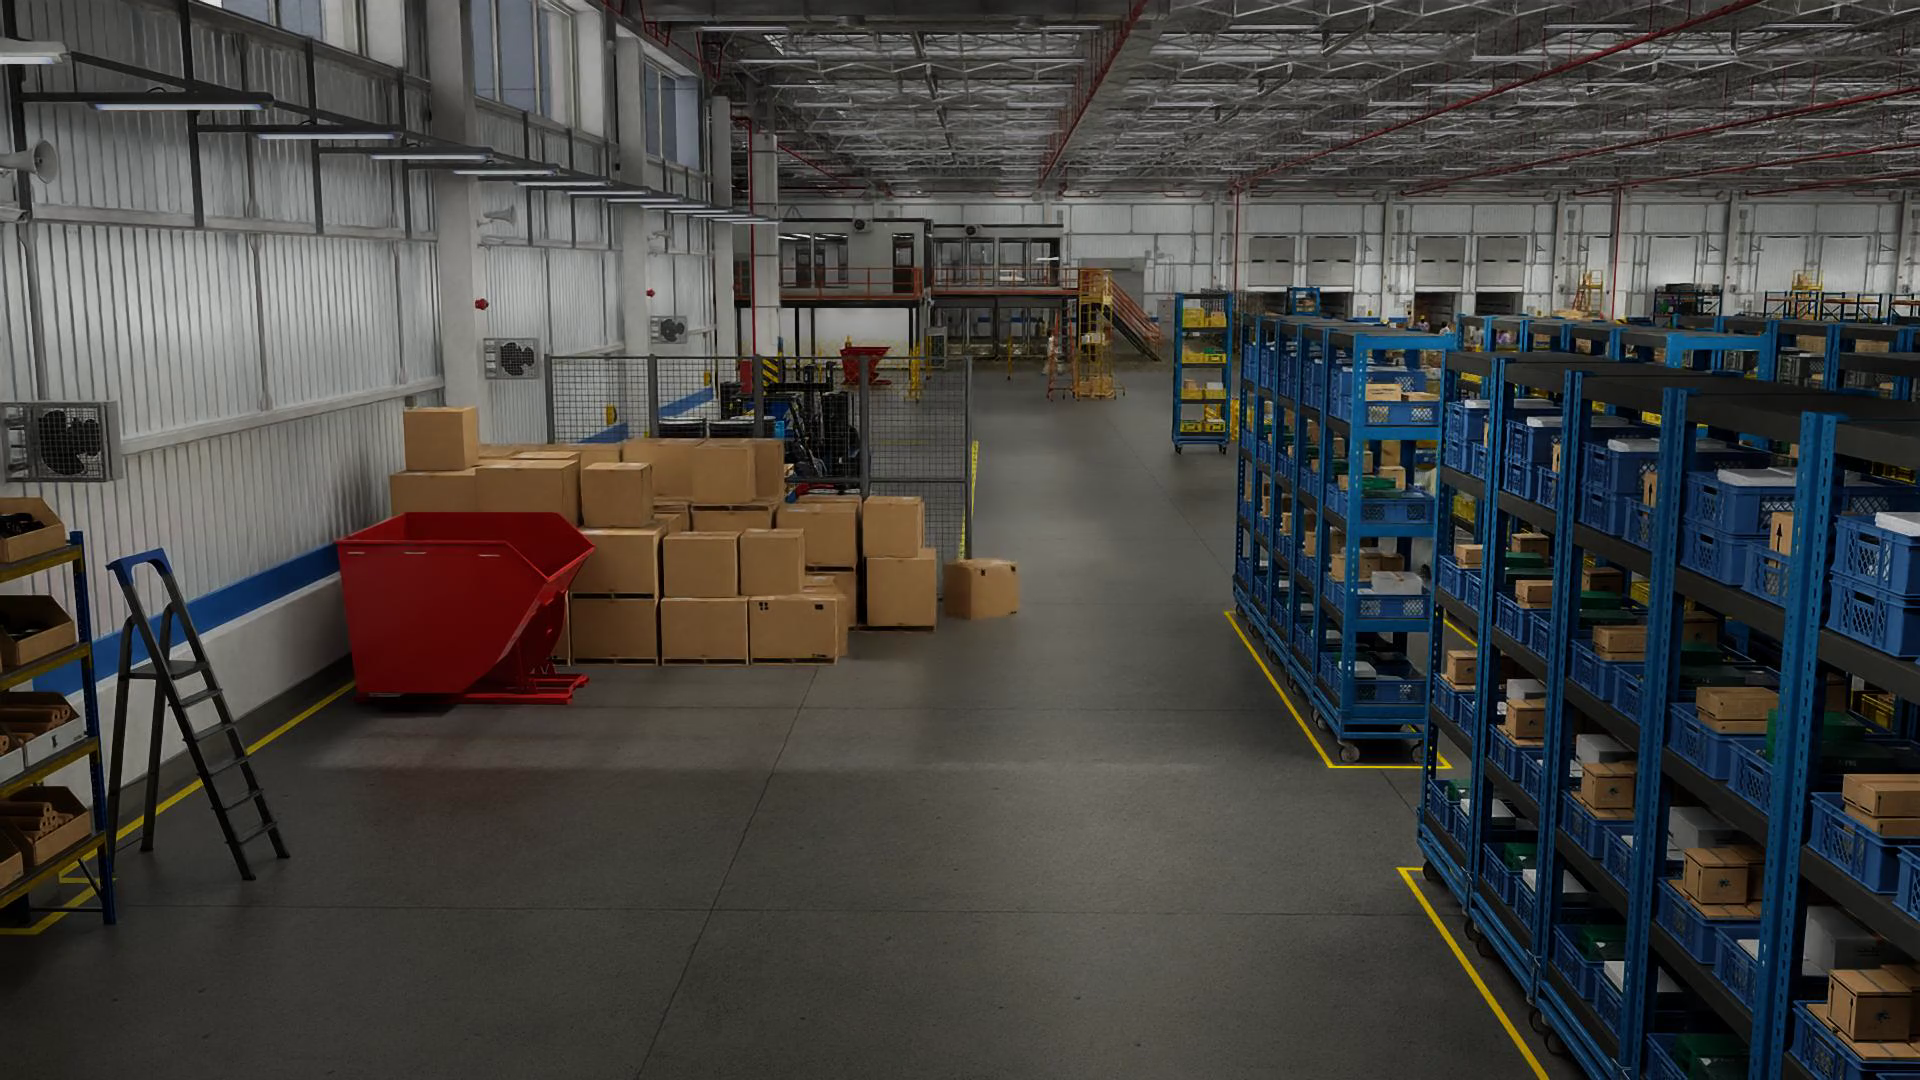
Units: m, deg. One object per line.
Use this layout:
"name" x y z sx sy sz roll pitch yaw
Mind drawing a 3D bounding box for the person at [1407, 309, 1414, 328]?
"person" 25.638 -12.208 94.835 0.398 1.919 0.587 7 11 36

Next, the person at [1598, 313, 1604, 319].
"person" 31.979 -10.328 83.042 0.495 1.977 0.664 -6 11 -34

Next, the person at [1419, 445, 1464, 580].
"person" 6.435 -0.369 22.205 0.907 1.795 0.589 -6 11 -34

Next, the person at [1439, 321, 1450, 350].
"person" 21.766 -8.934 74.869 0.429 1.844 0.627 -2 9 -9

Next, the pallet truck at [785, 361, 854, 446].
"pallet truck" -3.410 -3.193 38.978 1.885 1.965 0.823 0 9 -1

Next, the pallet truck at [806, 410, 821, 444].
"pallet truck" -3.559 -2.018 33.905 1.522 1.261 0.704 0 9 -1

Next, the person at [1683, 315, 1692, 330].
"person" 38.910 -11.182 88.994 0.546 1.748 0.538 -1 9 -9

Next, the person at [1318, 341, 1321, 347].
"person" 16.145 -8.909 74.813 0.887 1.803 0.650 -8 12 -40

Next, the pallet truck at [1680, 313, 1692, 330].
"pallet truck" 36.315 -10.531 84.244 0.823 1.965 1.885 -6 11 -33

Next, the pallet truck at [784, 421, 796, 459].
"pallet truck" -4.013 -1.793 32.705 1.601 1.201 0.680 0 9 1

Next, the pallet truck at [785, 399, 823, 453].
"pallet truck" -3.814 -2.432 36.419 1.630 1.274 0.653 0 9 1

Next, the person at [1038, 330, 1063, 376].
"person" 3.566 -7.256 64.585 1.015 1.833 0.584 2 9 12

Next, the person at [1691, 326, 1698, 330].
"person" 38.425 -10.788 86.871 0.888 1.646 0.551 3 10 18

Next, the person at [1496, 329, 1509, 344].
"person" 21.209 -7.448 65.123 0.606 2.027 0.637 -6 11 -31

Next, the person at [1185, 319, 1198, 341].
"person" 13.561 -12.622 97.496 0.861 1.879 0.638 -2 9 -13

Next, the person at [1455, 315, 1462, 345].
"person" 24.740 -10.183 82.332 0.583 1.928 0.632 1 9 6

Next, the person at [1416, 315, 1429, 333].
"person" 22.497 -9.968 80.982 0.587 1.927 0.368 3 10 20

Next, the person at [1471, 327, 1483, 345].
"person" 22.555 -8.554 72.562 0.521 1.841 0.860 6 11 31

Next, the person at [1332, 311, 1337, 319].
"person" 20.435 -11.653 91.452 0.600 1.916 0.914 -8 13 -42

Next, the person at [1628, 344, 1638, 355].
"person" 24.219 -6.527 59.409 0.683 2.000 0.535 7 11 36

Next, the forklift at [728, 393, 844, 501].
"forklift" -2.979 -1.316 26.476 2.680 1.987 1.157 0 9 1

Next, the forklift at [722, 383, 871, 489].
"forklift" -2.893 -1.687 28.729 2.680 1.987 1.157 0 9 -1

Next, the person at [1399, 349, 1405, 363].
"person" 13.778 -5.066 51.333 0.706 1.743 0.583 -6 11 -32

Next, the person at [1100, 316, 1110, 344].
"person" 8.130 -11.945 93.032 0.807 1.968 0.646 -6 11 -32

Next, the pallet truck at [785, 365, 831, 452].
"pallet truck" -3.774 -2.976 37.635 1.885 1.965 0.823 1 9 5
